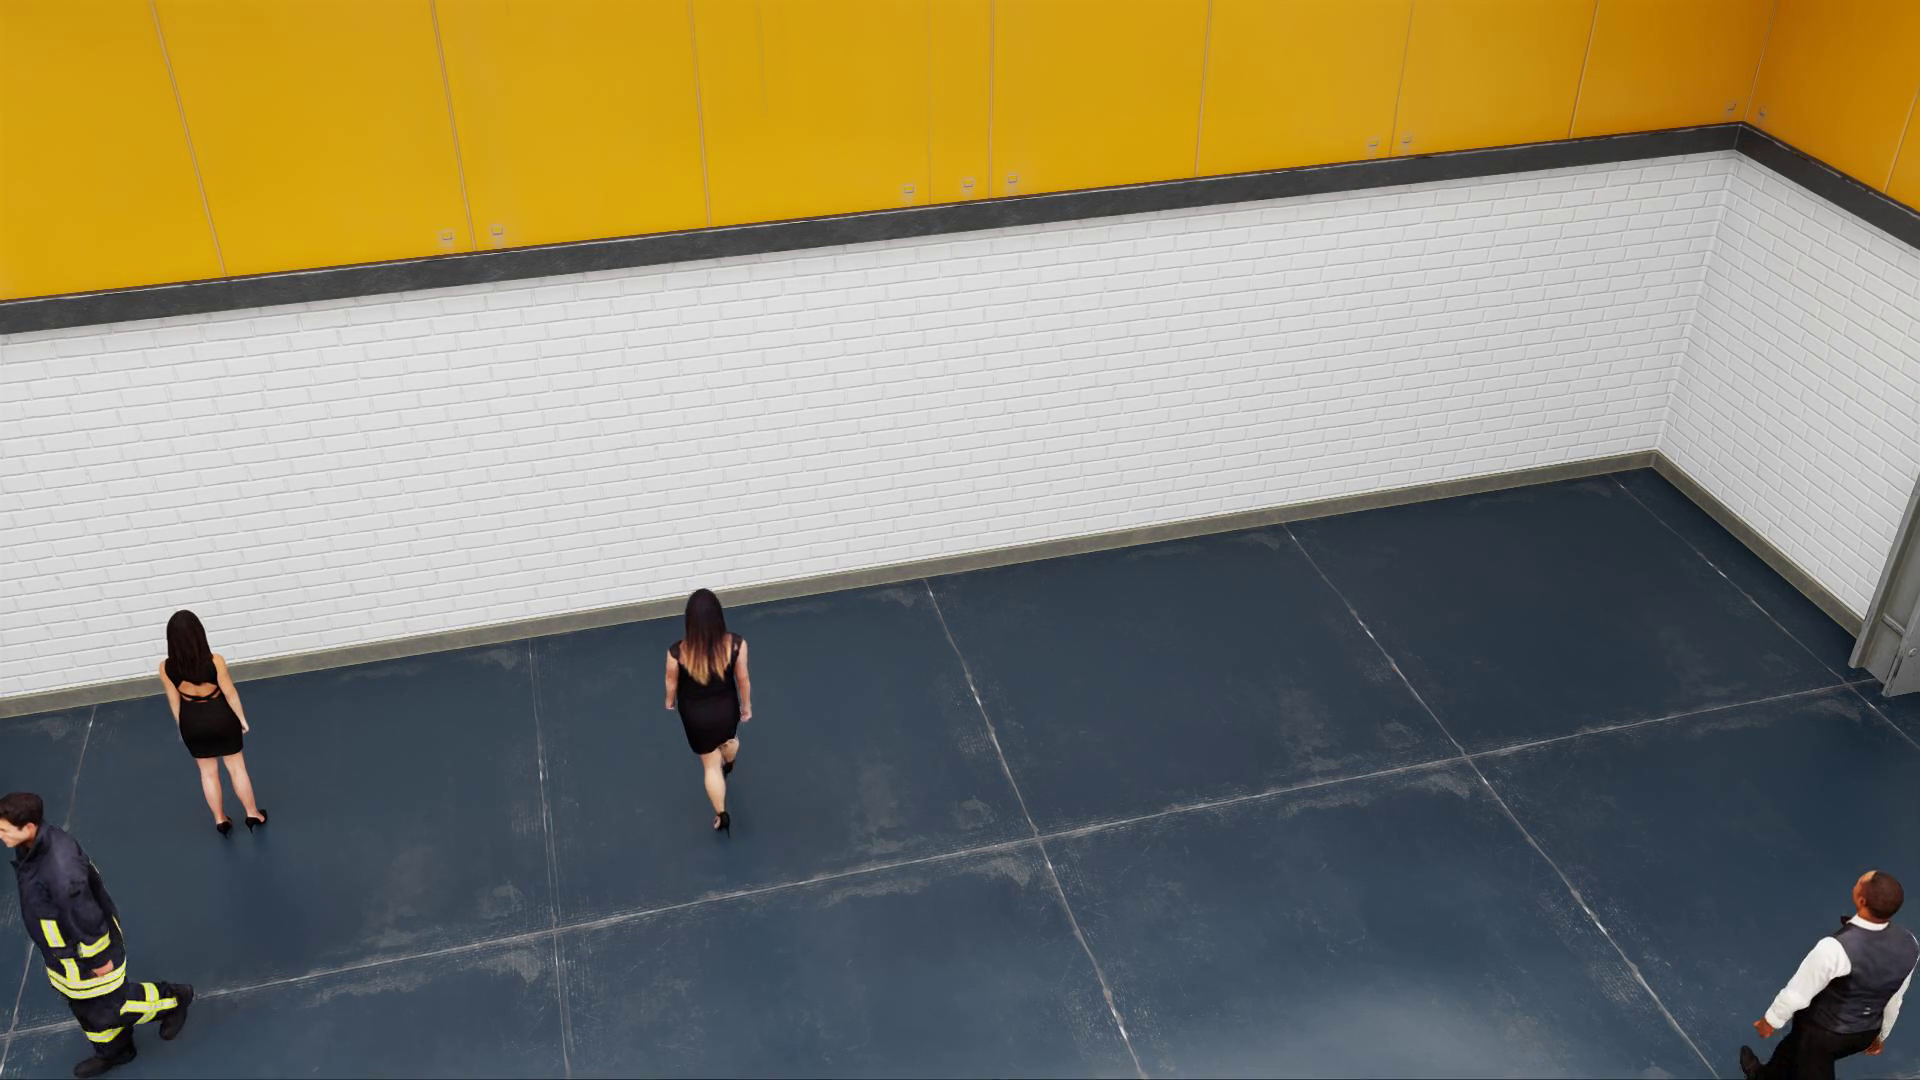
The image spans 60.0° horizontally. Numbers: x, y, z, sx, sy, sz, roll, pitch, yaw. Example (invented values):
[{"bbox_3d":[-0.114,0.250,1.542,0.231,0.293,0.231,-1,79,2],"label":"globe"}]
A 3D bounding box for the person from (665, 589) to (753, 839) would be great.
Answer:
[{"bbox_3d":[-1.498,1.103,10.129,0.723,1.688,0.962,-13,36,-18],"label":"person"}]

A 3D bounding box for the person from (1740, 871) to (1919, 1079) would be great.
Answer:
[{"bbox_3d":[4.237,2.414,7.971,0.725,1.893,1.033,-7,34,-11],"label":"person"}]

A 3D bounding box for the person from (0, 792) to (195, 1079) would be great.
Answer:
[{"bbox_3d":[-4.459,1.998,8.579,1.037,1.913,1.086,27,42,34],"label":"person"}]

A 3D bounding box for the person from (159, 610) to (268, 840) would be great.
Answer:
[{"bbox_3d":[-4.557,1.137,10.115,0.542,1.646,0.467,-8,34,-12],"label":"person"}]
